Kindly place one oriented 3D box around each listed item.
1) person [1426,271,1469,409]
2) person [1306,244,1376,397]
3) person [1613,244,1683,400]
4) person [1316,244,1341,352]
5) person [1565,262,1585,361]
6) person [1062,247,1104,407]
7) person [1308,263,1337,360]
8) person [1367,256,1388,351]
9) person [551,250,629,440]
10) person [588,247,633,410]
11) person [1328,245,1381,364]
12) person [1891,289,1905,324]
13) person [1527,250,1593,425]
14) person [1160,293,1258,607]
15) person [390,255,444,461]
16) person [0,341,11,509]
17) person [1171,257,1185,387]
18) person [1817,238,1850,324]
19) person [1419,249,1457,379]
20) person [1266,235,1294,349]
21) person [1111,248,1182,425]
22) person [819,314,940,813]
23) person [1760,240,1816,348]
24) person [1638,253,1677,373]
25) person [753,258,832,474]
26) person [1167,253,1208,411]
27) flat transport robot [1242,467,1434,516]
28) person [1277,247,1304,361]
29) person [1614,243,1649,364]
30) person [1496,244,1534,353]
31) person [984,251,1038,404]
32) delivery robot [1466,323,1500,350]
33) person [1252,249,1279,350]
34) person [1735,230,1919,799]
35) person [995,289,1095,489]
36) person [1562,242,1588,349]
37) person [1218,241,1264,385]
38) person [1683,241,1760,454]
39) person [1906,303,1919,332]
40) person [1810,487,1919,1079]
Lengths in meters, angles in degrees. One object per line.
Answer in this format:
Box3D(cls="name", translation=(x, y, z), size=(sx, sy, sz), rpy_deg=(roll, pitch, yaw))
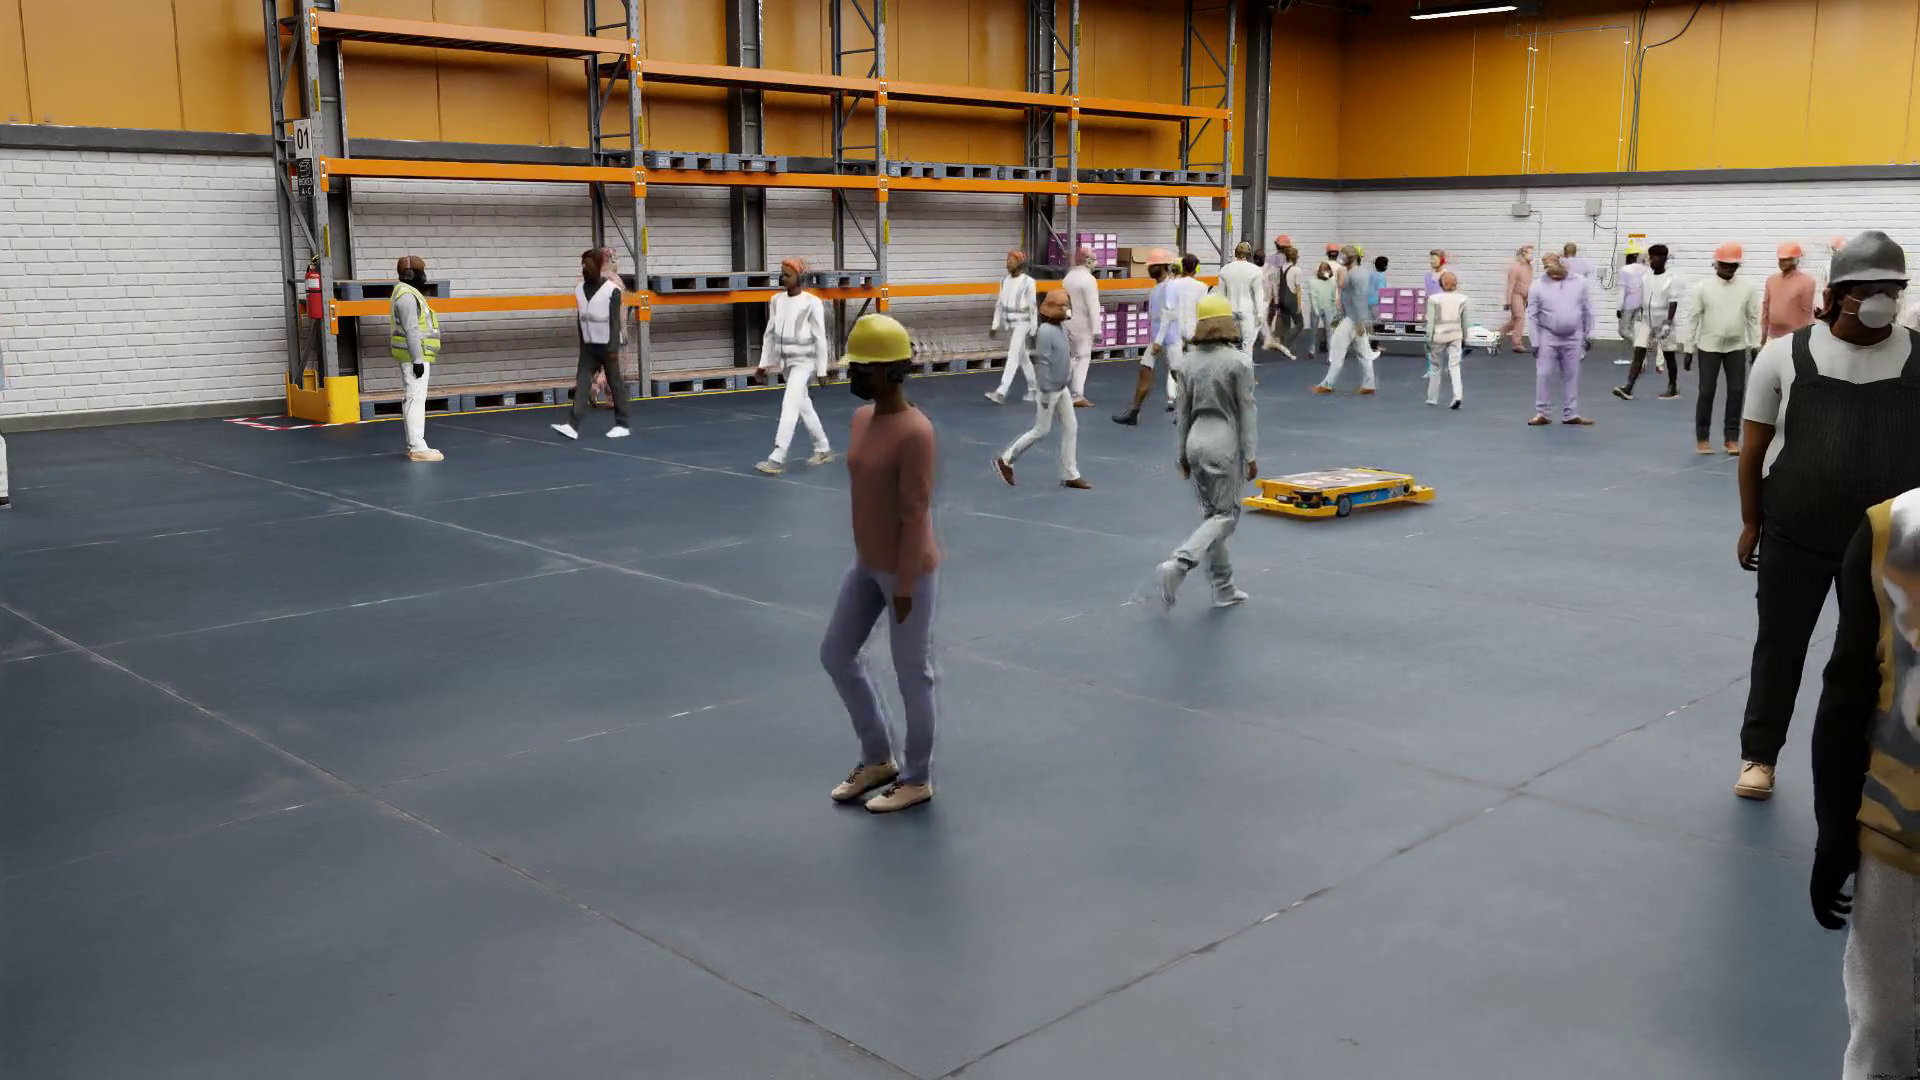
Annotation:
Box3D(cls="person", translation=(5.740, -2.350, 19.553), size=(0.529, 1.602, 0.829), rpy_deg=(0, 10, -1))
Box3D(cls="person", translation=(4.819, -2.740, 20.874), size=(0.955, 1.898, 0.642), rpy_deg=(2, 11, 12))
Box3D(cls="person", translation=(8.504, -2.657, 20.376), size=(1.004, 1.910, 0.607), rpy_deg=(-7, 12, -32))
Box3D(cls="person", translation=(6.473, -4.200, 28.922), size=(0.580, 1.870, 0.976), rpy_deg=(7, 12, 32))
Box3D(cls="person", translation=(9.570, -3.584, 26.294), size=(0.765, 1.604, 0.519), rpy_deg=(8, 13, 38))
Box3D(cls="person", translation=(1.401, -2.495, 19.586), size=(0.472, 1.887, 0.659), rpy_deg=(-3, 11, -17))
Box3D(cls="person", translation=(5.839, -3.659, 26.754), size=(0.488, 1.579, 0.895), rpy_deg=(-2, 11, -10))
Box3D(cls="person", translation=(7.178, -4.118, 29.020), size=(0.581, 1.676, 0.539), rpy_deg=(-2, 11, -8))
Box3D(cls="person", translation=(-3.633, -1.915, 16.437), size=(0.618, 1.868, 0.966), rpy_deg=(6, 12, 30))
Box3D(cls="person", translation=(-4.062, -2.412, 19.104), size=(0.626, 1.889, 0.660), rpy_deg=(-8, 13, -38))
Box3D(cls="person", translation=(6.203, -3.707, 26.242), size=(1.046, 1.859, 0.592), rpy_deg=(-8, 13, -39))
Box3D(cls="person", translation=(14.057, -3.457, 25.010), size=(0.682, 1.817, 0.601), rpy_deg=(7, 13, 34))
Box3D(cls="person", translation=(6.425, -2.127, 17.645), size=(0.790, 1.866, 0.399), rpy_deg=(0, 10, 2))
Box3D(cls="person", translation=(1.322, -0.462, 8.937), size=(0.674, 1.711, 0.512), rpy_deg=(-9, 14, -41))
Box3D(cls="person", translation=(-4.896, -1.632, 14.989), size=(0.429, 1.844, 0.627), rpy_deg=(-4, 11, -21))
Box3D(cls="person", translation=(-7.266, -1.128, 12.256), size=(0.403, 1.835, 0.587), rpy_deg=(-8, 13, -37))
Box3D(cls="person", translation=(2.933, -2.922, 22.352), size=(0.521, 1.714, 0.872), rpy_deg=(5, 12, 26))
Box3D(cls="person", translation=(12.642, -3.358, 24.019), size=(1.073, 1.986, 0.633), rpy_deg=(8, 13, 39))
Box3D(cls="person", translation=(6.702, -3.155, 23.333), size=(0.447, 1.824, 0.587), rpy_deg=(-5, 11, -25))
Box3D(cls="person", translation=(5.731, -4.442, 29.838), size=(0.471, 2.029, 0.621), rpy_deg=(-2, 11, -9))
Box3D(cls="person", translation=(2.139, -2.145, 17.676), size=(0.992, 1.884, 0.564), rpy_deg=(-3, 11, -17))
Box3D(cls="person", translation=(-0.292, 0.101, 5.758), size=(0.478, 1.747, 0.554), rpy_deg=(-6, 12, -32))
Box3D(cls="person", translation=(9.063, -2.272, 18.149), size=(0.680, 1.971, 0.614), rpy_deg=(-5, 12, -26))
Box3D(cls="person", translation=(10.258, -3.389, 24.476), size=(0.516, 1.877, 0.327), rpy_deg=(3, 11, 14))
Box3D(cls="person", translation=(-1.425, -1.499, 14.327), size=(0.578, 1.835, 1.005), rpy_deg=(10, 14, 43))
Box3D(cls="person", translation=(2.597, -2.417, 19.330), size=(0.538, 1.831, 0.971), rpy_deg=(3, 11, 18))
Box3D(cls="flat transport robot", translation=(2.826, -0.370, 12.393), size=(1.431, 0.197, 0.652), rpy_deg=(-8, 13, -37))
Box3D(cls="person", translation=(5.333, -3.800, 26.831), size=(0.417, 1.831, 0.544), rpy_deg=(-7, 12, -33))
Box3D(cls="person", translation=(10.493, -3.659, 25.875), size=(0.589, 1.909, 0.660), rpy_deg=(-5, 12, -27))
Box3D(cls="person", translation=(9.558, -4.166, 28.731), size=(0.686, 1.875, 0.676), rpy_deg=(8, 13, 37))
Box3D(cls="person", translation=(0.658, -2.560, 20.086), size=(1.003, 1.836, 0.572), rpy_deg=(-8, 13, -36))
Box3D(cls="delivery robot", translation=(8.658, -3.397, 27.868), size=(0.707, 0.478, 0.477), rpy_deg=(6, 12, 30))
Box3D(cls="person", translation=(5.264, -4.189, 29.117), size=(0.647, 1.788, 0.964), rpy_deg=(9, 14, 42))
Box3D(cls="person", translation=(3.107, -0.058, 5.858), size=(0.688, 2.000, 0.539), rpy_deg=(4, 11, 22))
Box3D(cls="person", translation=(0.678, -1.201, 13.297), size=(0.746, 1.609, 0.509), rpy_deg=(5, 12, 25))
Box3D(cls="person", translation=(10.079, -3.924, 27.318), size=(0.654, 1.913, 0.663), rpy_deg=(-4, 11, -22))
Box3D(cls="person", translation=(3.785, -3.046, 22.433), size=(0.635, 1.937, 0.352), rpy_deg=(6, 12, 31))
Box3D(cls="person", translation=(7.051, -1.775, 15.418), size=(0.668, 1.971, 0.465), rpy_deg=(1, 10, 5))
Box3D(cls="person", translation=(9.926, -1.889, 17.046), size=(0.523, 1.588, 0.717), rpy_deg=(1, 10, 4))
Box3D(cls="person", translation=(1.855, 0.574, 2.974), size=(0.637, 1.838, 0.429), rpy_deg=(7, 13, 34))
